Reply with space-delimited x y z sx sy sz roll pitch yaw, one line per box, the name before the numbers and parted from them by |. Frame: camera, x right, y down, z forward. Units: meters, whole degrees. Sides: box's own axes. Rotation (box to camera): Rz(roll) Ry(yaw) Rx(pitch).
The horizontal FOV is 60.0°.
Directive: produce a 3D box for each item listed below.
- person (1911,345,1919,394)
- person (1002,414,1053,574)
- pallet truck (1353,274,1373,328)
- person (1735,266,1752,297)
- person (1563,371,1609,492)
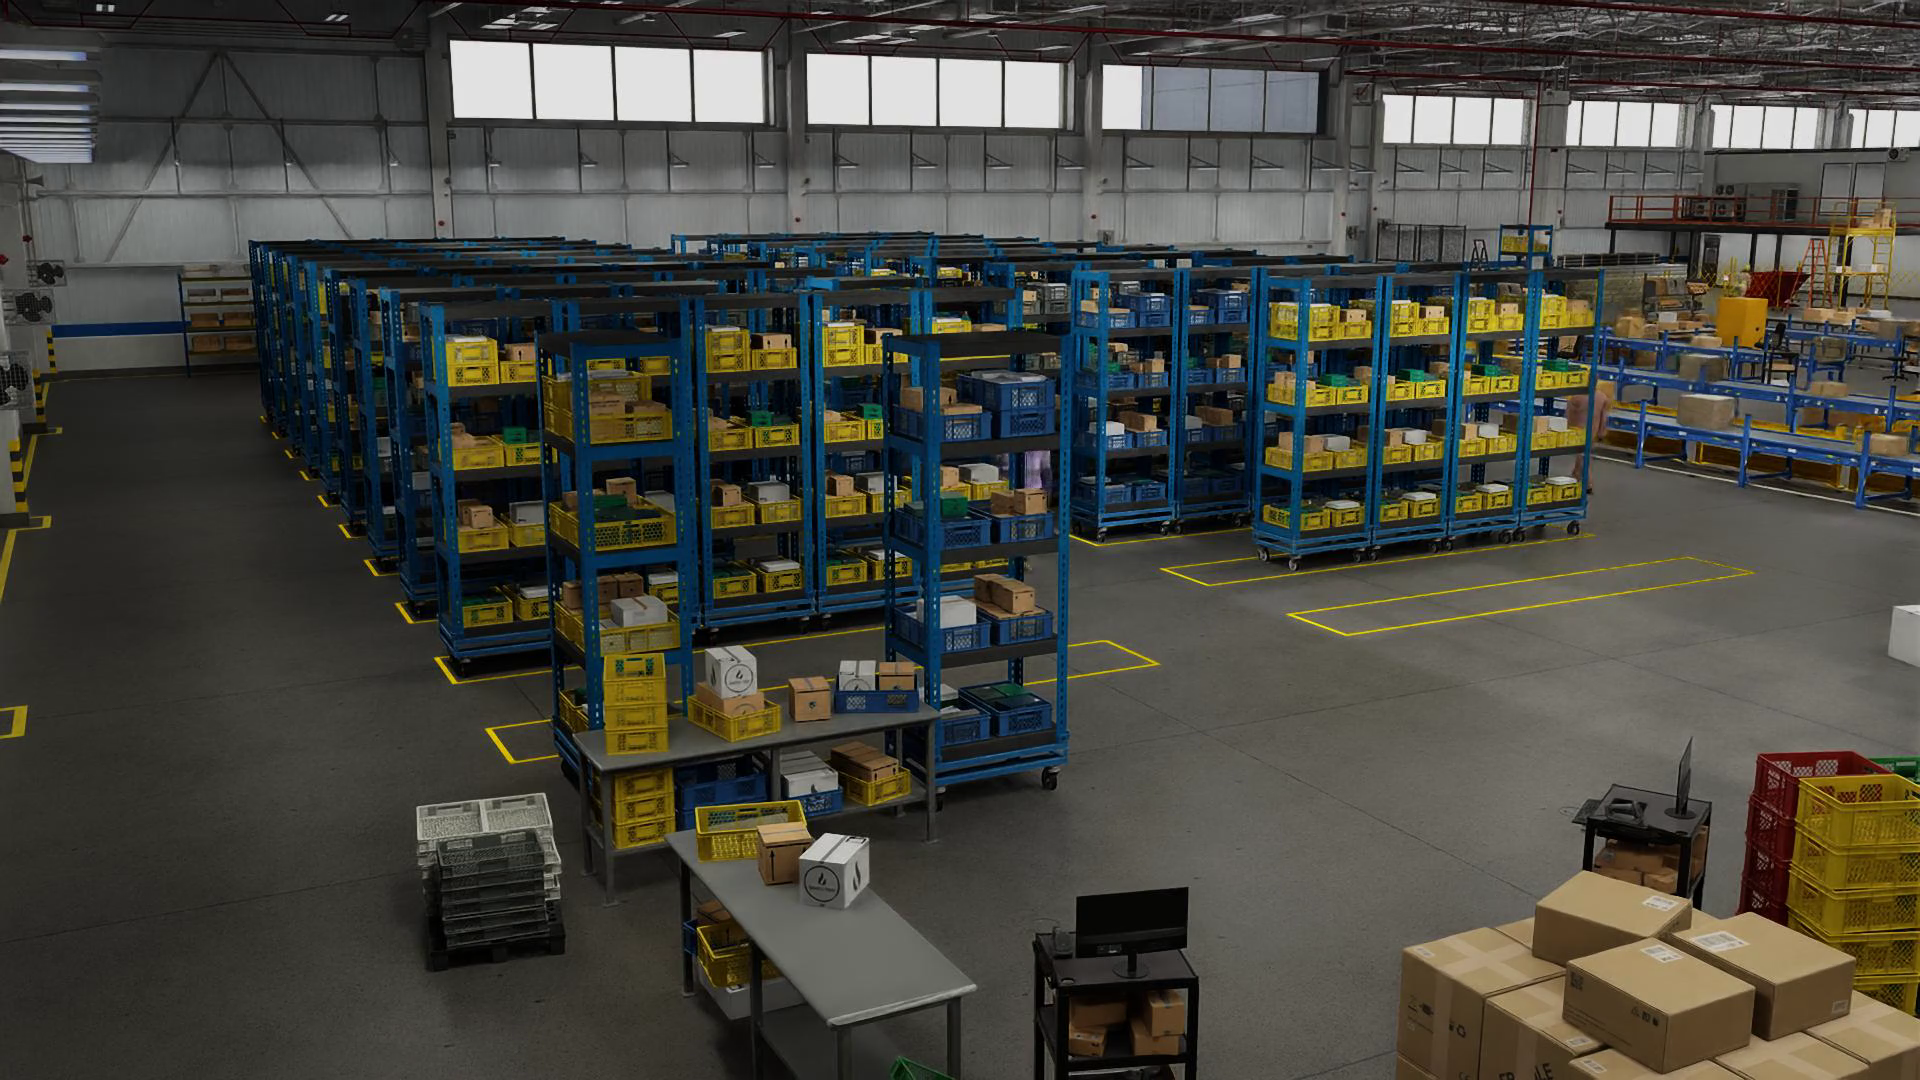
person | 21.782 -4.068 37.472 0.279 1.634 0.499 -4 13 -17
person | 0.871 -0.582 20.237 0.636 2.024 0.686 -6 14 -26
pallet truck | 13.011 -8.050 55.243 0.823 1.965 1.885 -7 14 -28
person | 29.514 -9.491 62.714 0.910 1.691 0.525 -8 15 -34
person | 9.682 -1.686 25.804 0.636 1.867 0.985 -3 12 -13
